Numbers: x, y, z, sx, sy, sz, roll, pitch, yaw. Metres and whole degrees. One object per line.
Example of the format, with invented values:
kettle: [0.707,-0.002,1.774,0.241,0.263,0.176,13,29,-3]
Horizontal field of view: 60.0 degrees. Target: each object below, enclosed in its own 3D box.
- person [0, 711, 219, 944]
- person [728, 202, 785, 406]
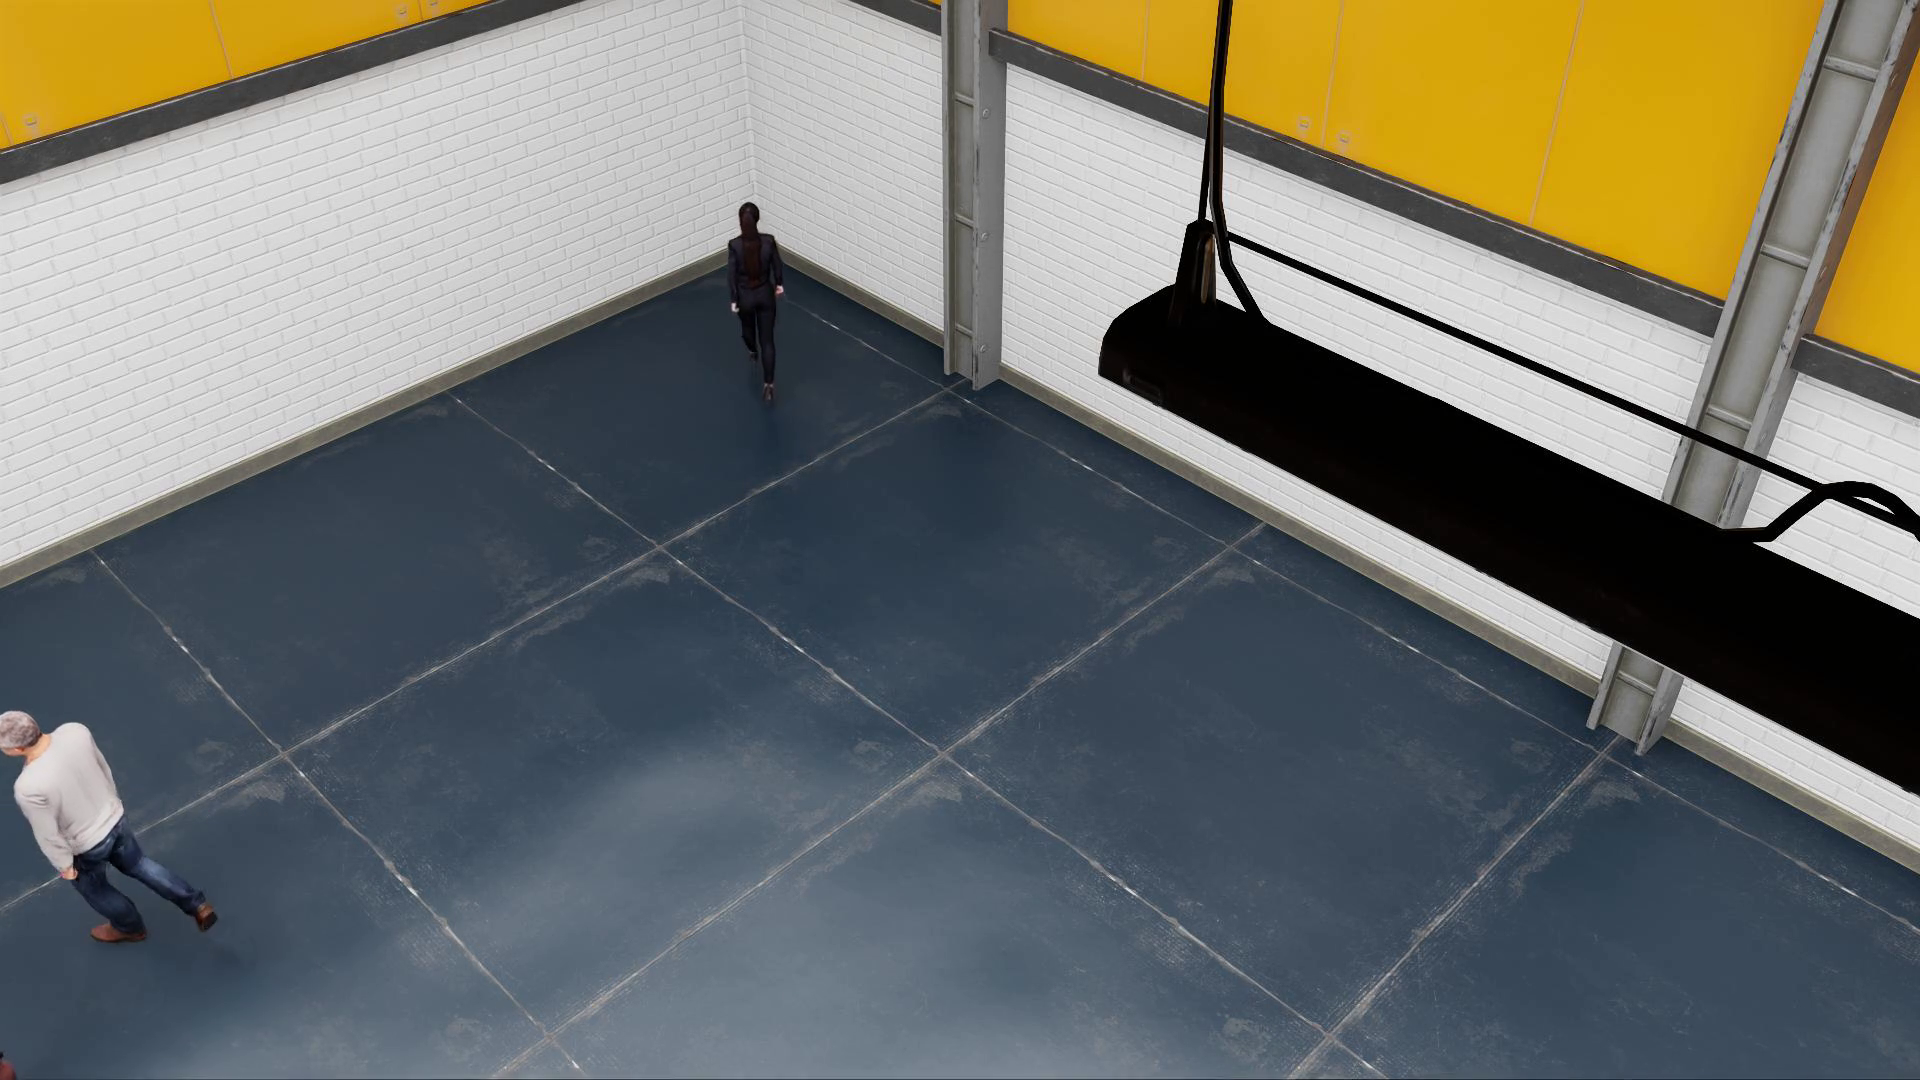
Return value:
person: [-4.588,1.594,8.921,1.189,1.869,1.058,8,39,10]
person: [-1.629,-1.883,13.442,0.960,1.661,1.146,-9,39,-11]
